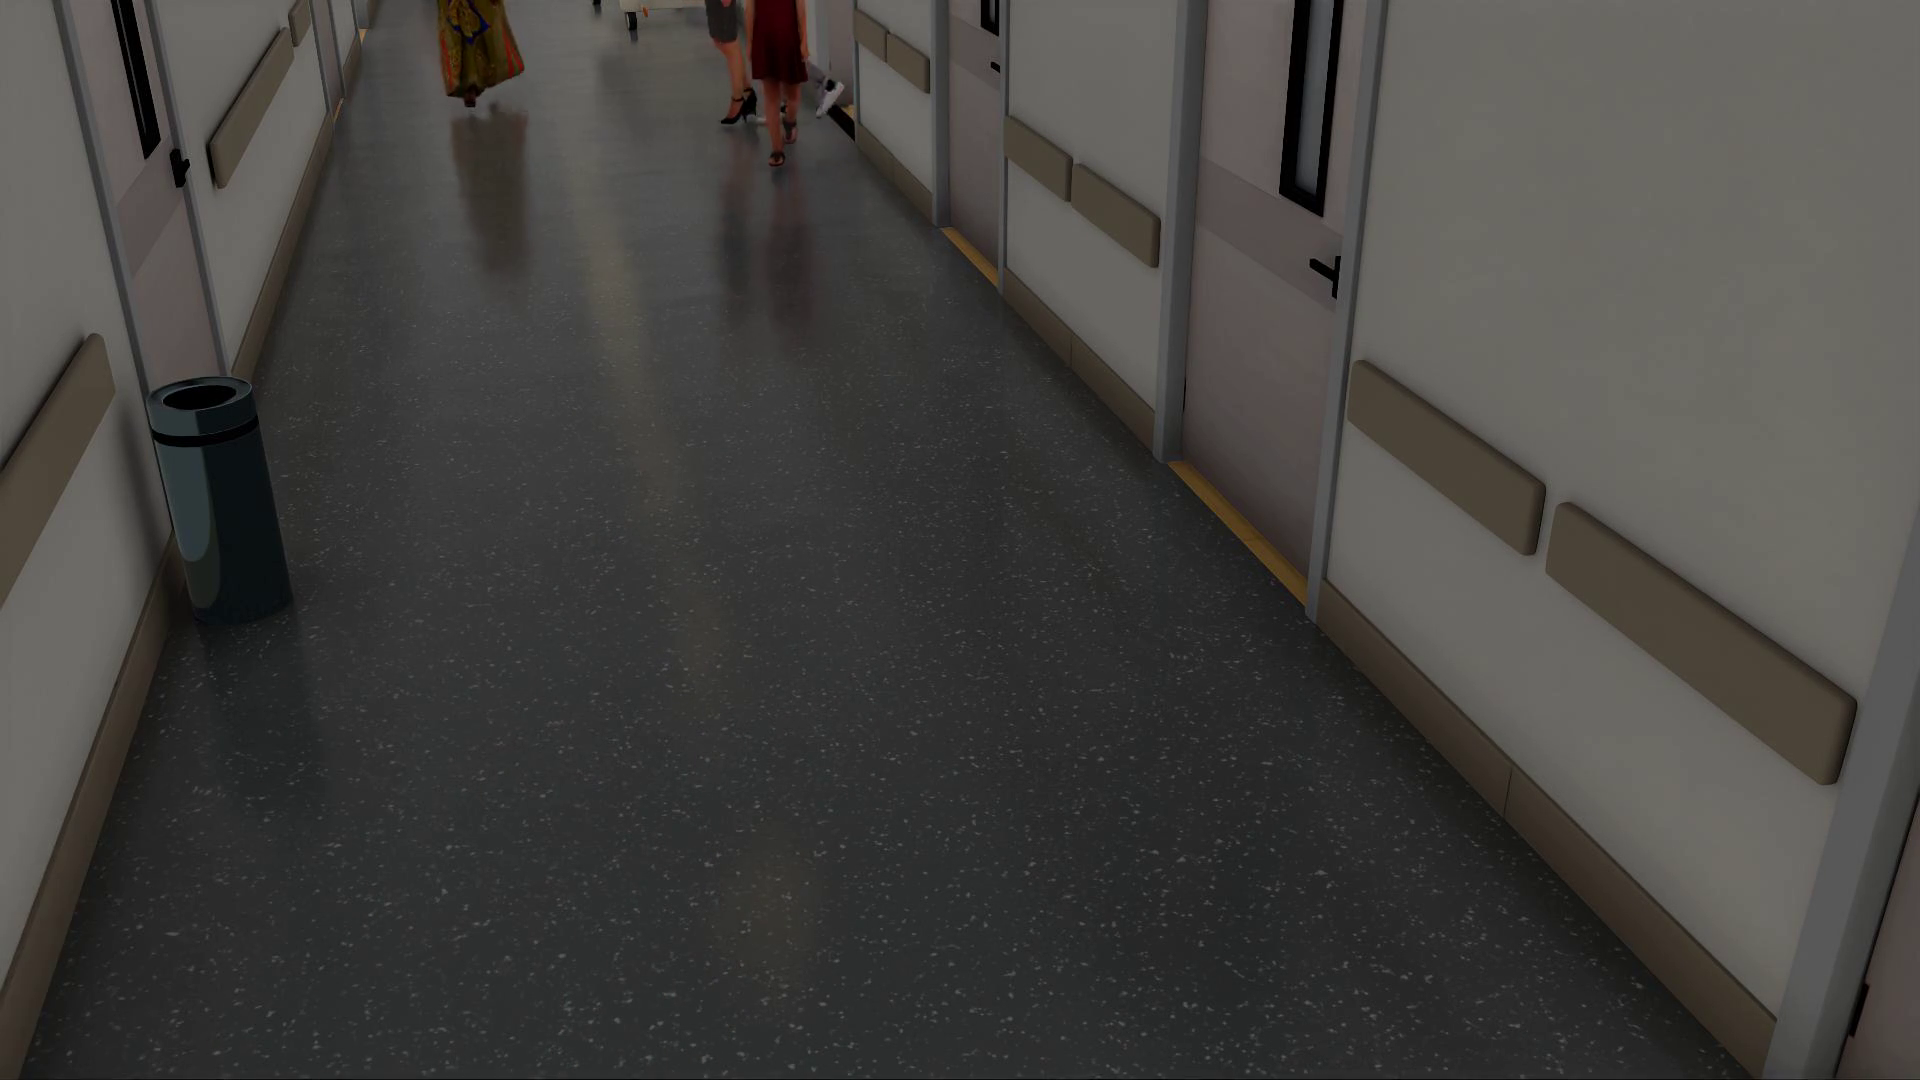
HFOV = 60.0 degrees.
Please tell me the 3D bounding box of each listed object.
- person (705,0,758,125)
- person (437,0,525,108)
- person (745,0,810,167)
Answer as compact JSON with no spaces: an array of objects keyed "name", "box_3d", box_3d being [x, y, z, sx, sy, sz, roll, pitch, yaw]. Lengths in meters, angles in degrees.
[{"name":"person","box_3d":[-1.644,-3.817,11.543,0.670,1.834,0.687,-9,27,-18]},{"name":"person","box_3d":[-3.627,-4.077,12.327,1.299,1.622,0.917,-3,26,-7]},{"name":"person","box_3d":[-1.150,-3.194,10.594,0.952,1.527,0.723,-2,26,-4]}]
